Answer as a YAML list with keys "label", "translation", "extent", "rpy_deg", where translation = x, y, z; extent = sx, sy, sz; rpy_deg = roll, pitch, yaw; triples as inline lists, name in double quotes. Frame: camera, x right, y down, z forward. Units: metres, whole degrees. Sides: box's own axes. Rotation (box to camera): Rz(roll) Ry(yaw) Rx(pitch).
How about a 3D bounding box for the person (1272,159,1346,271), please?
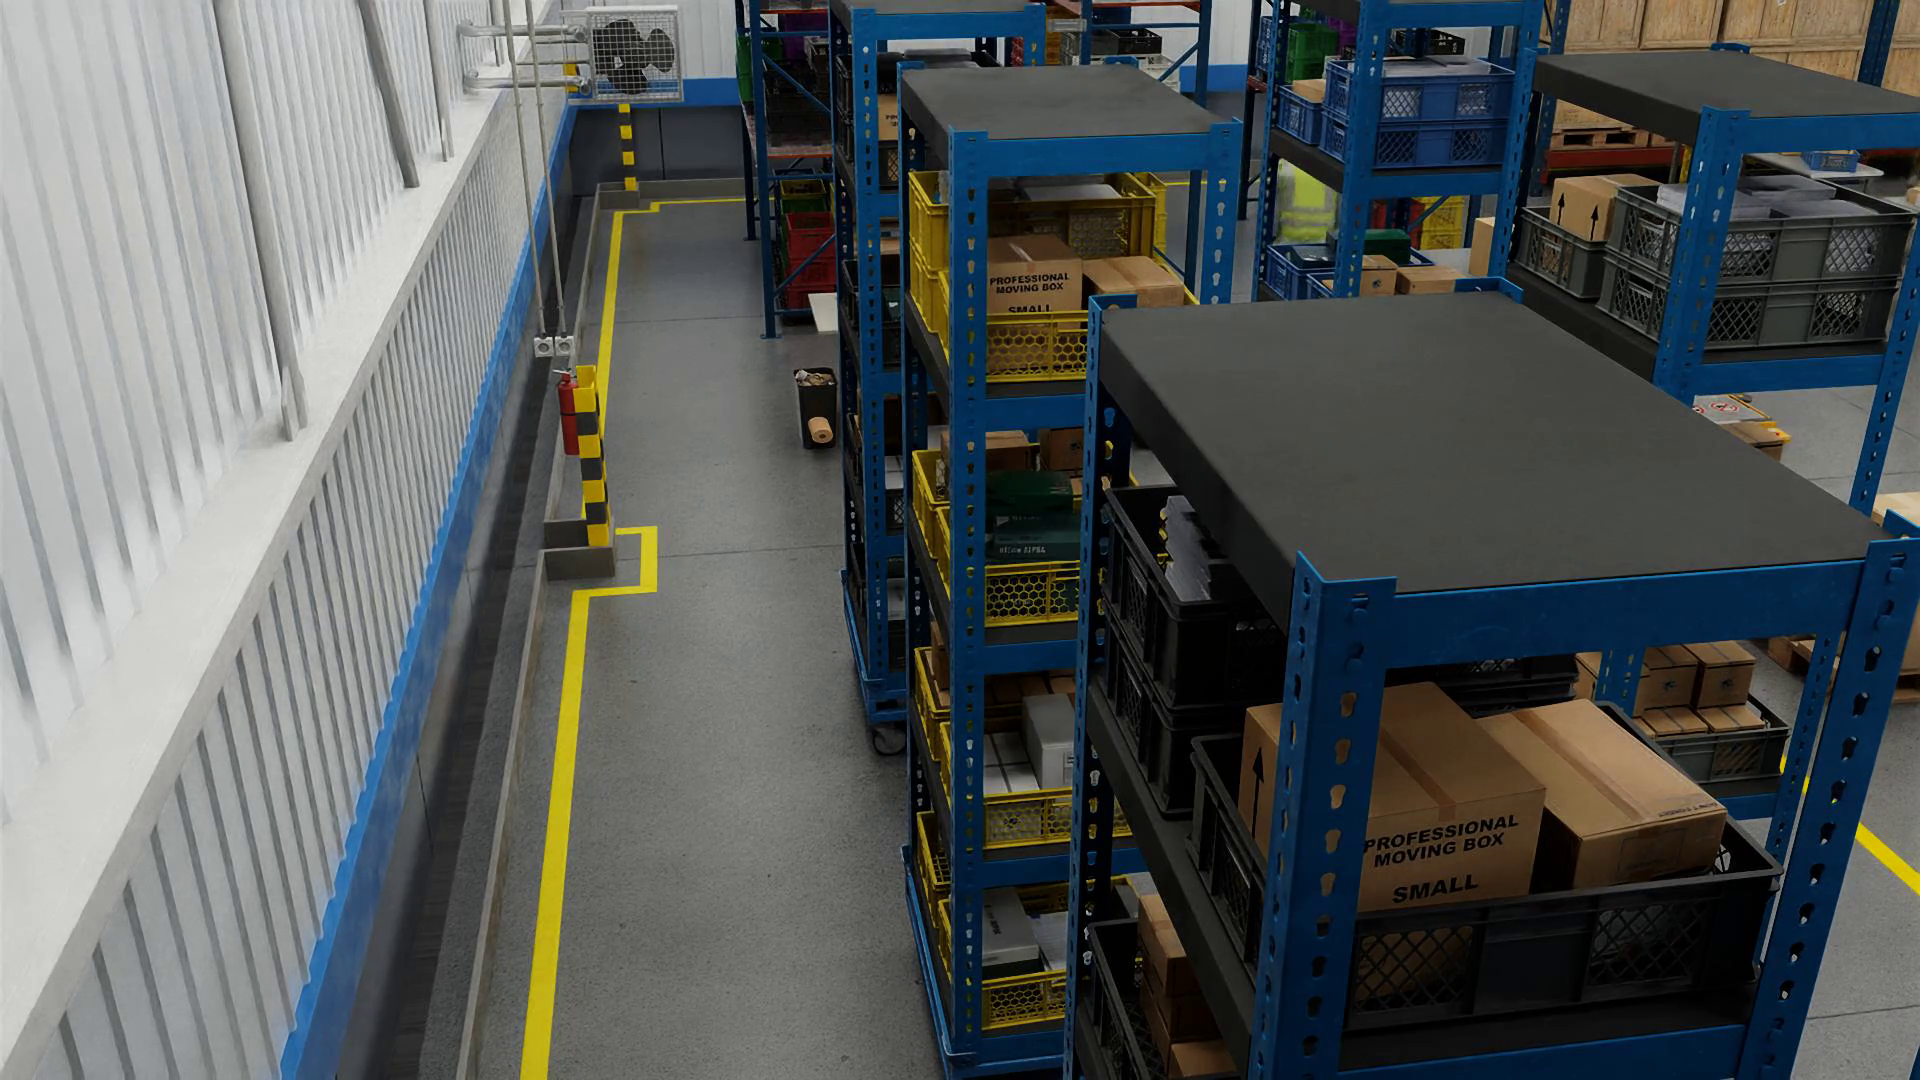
- label: "person"
  translation: [2.956, -2.627, 14.121]
  extent: [0.663, 1.825, 0.531]
  rpy_deg: [5, 25, 10]

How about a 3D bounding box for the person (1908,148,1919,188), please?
- label: "person"
  translation: [9.470, -3.461, 15.933]
  extent: [0.491, 1.826, 0.865]
  rpy_deg: [2, 25, 5]
